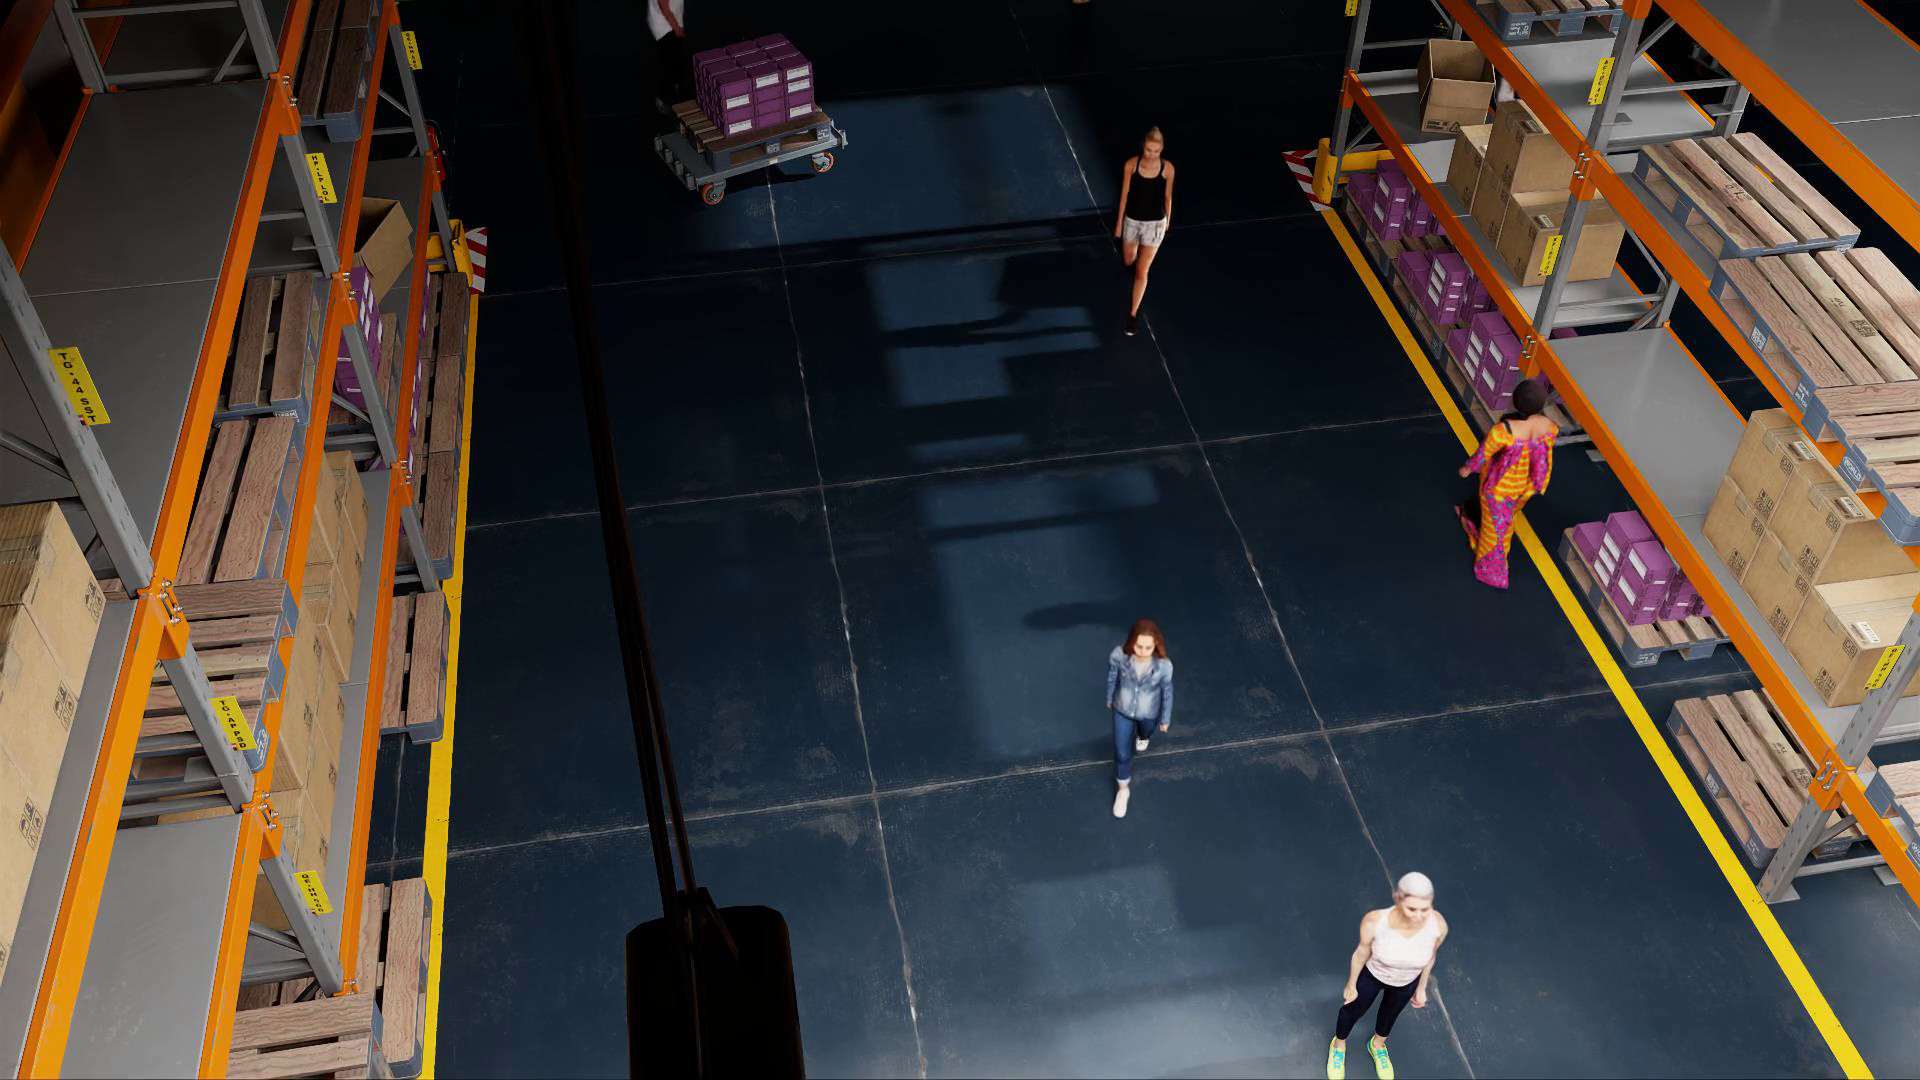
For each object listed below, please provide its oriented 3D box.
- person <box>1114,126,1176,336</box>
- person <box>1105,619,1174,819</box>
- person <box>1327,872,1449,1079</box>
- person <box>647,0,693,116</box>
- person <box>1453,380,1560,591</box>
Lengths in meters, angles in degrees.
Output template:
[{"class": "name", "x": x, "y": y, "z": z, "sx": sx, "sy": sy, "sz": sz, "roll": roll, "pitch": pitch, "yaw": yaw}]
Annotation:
[{"class": "person", "x": 1.538, "y": -2.680, "z": 13.837, "sx": 0.925, "sy": 1.810, "sz": 1.227, "roll": 10, "pitch": 44, "yaw": 10}, {"class": "person", "x": 1.107, "y": 0.982, "z": 10.253, "sx": 0.826, "sy": 1.451, "sz": 1.050, "roll": 8, "pitch": 44, "yaw": 8}, {"class": "person", "x": 2.233, "y": 2.278, "z": 8.711, "sx": 0.625, "sy": 1.702, "sz": 0.577, "roll": 0, "pitch": 44, "yaw": -1}, {"class": "person", "x": -2.892, "y": -5.195, "z": 16.574, "sx": 1.023, "sy": 1.676, "sz": 0.681, "roll": -9, "pitch": 44, "yaw": -9}, {"class": "person", "x": 3.812, "y": -0.380, "z": 11.523, "sx": 0.768, "sy": 1.672, "sz": 1.115, "roll": -15, "pitch": 46, "yaw": -15}]
